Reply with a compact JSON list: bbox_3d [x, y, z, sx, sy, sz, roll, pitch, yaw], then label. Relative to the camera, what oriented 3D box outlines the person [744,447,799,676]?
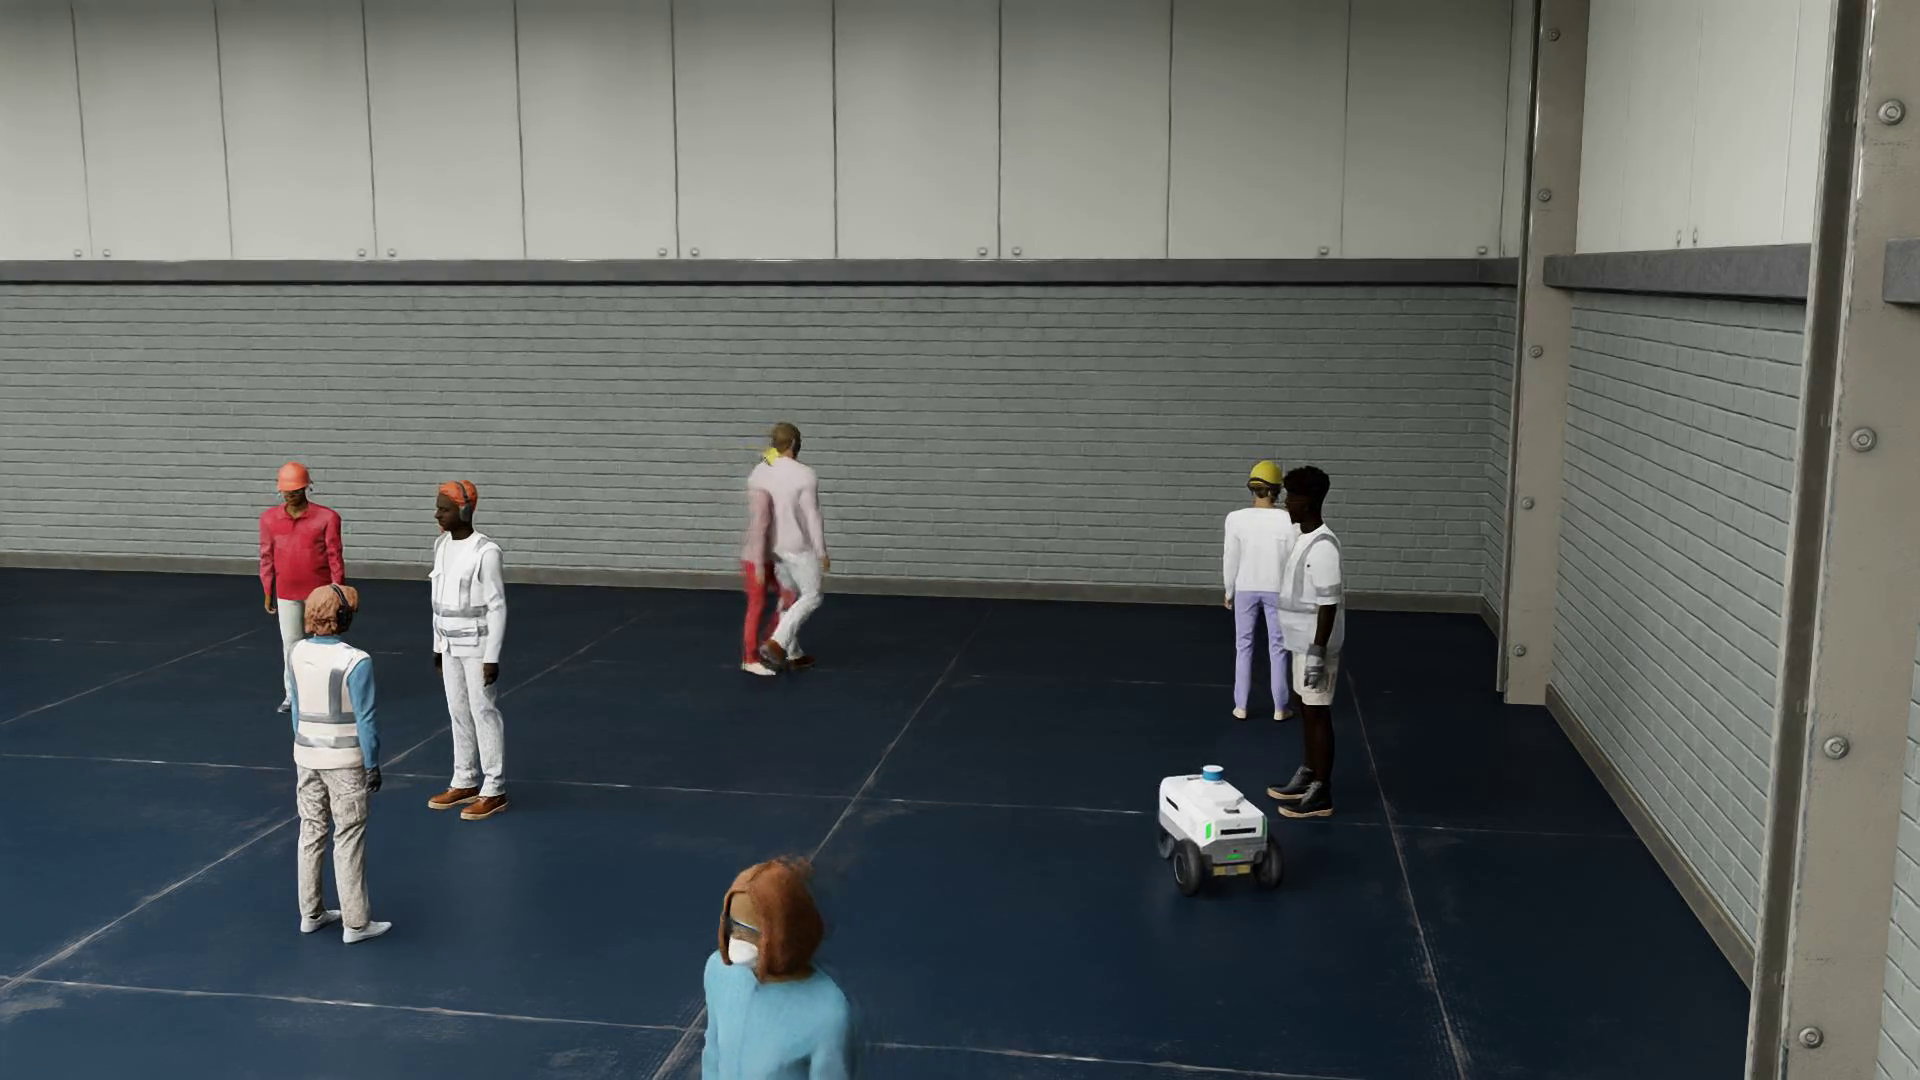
[{"bbox_3d":[-1.424,0.162,12.419,0.459,1.737,0.547,3,10,18],"label":"person"}]

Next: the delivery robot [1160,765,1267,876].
[{"bbox_3d":[1.260,1.372,8.318,0.477,0.478,0.707,-2,10,-12],"label":"delivery robot"}]

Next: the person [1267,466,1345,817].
[{"bbox_3d":[1.951,0.561,9.268,0.371,1.963,0.608,0,9,3],"label":"person"}]

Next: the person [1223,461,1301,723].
[{"bbox_3d":[2.031,0.350,11.194,0.526,1.765,0.330,2,10,15],"label":"person"}]

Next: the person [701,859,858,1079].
[{"bbox_3d":[-0.460,1.567,4.091,0.517,1.621,0.361,7,12,38],"label":"person"}]

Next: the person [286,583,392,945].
[{"bbox_3d":[-2.835,1.009,7.543,0.513,1.630,0.317,5,10,27],"label":"person"}]

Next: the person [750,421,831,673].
[{"bbox_3d":[-1.277,0.072,12.406,0.655,1.922,0.613,7,12,38],"label":"person"}]

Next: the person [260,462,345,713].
[{"bbox_3d":[-4.508,0.329,11.388,0.568,1.744,0.358,0,9,-3],"label":"person"}]

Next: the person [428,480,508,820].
[{"bbox_3d":[-2.750,0.604,9.253,0.584,1.882,0.347,8,12,39],"label":"person"}]
